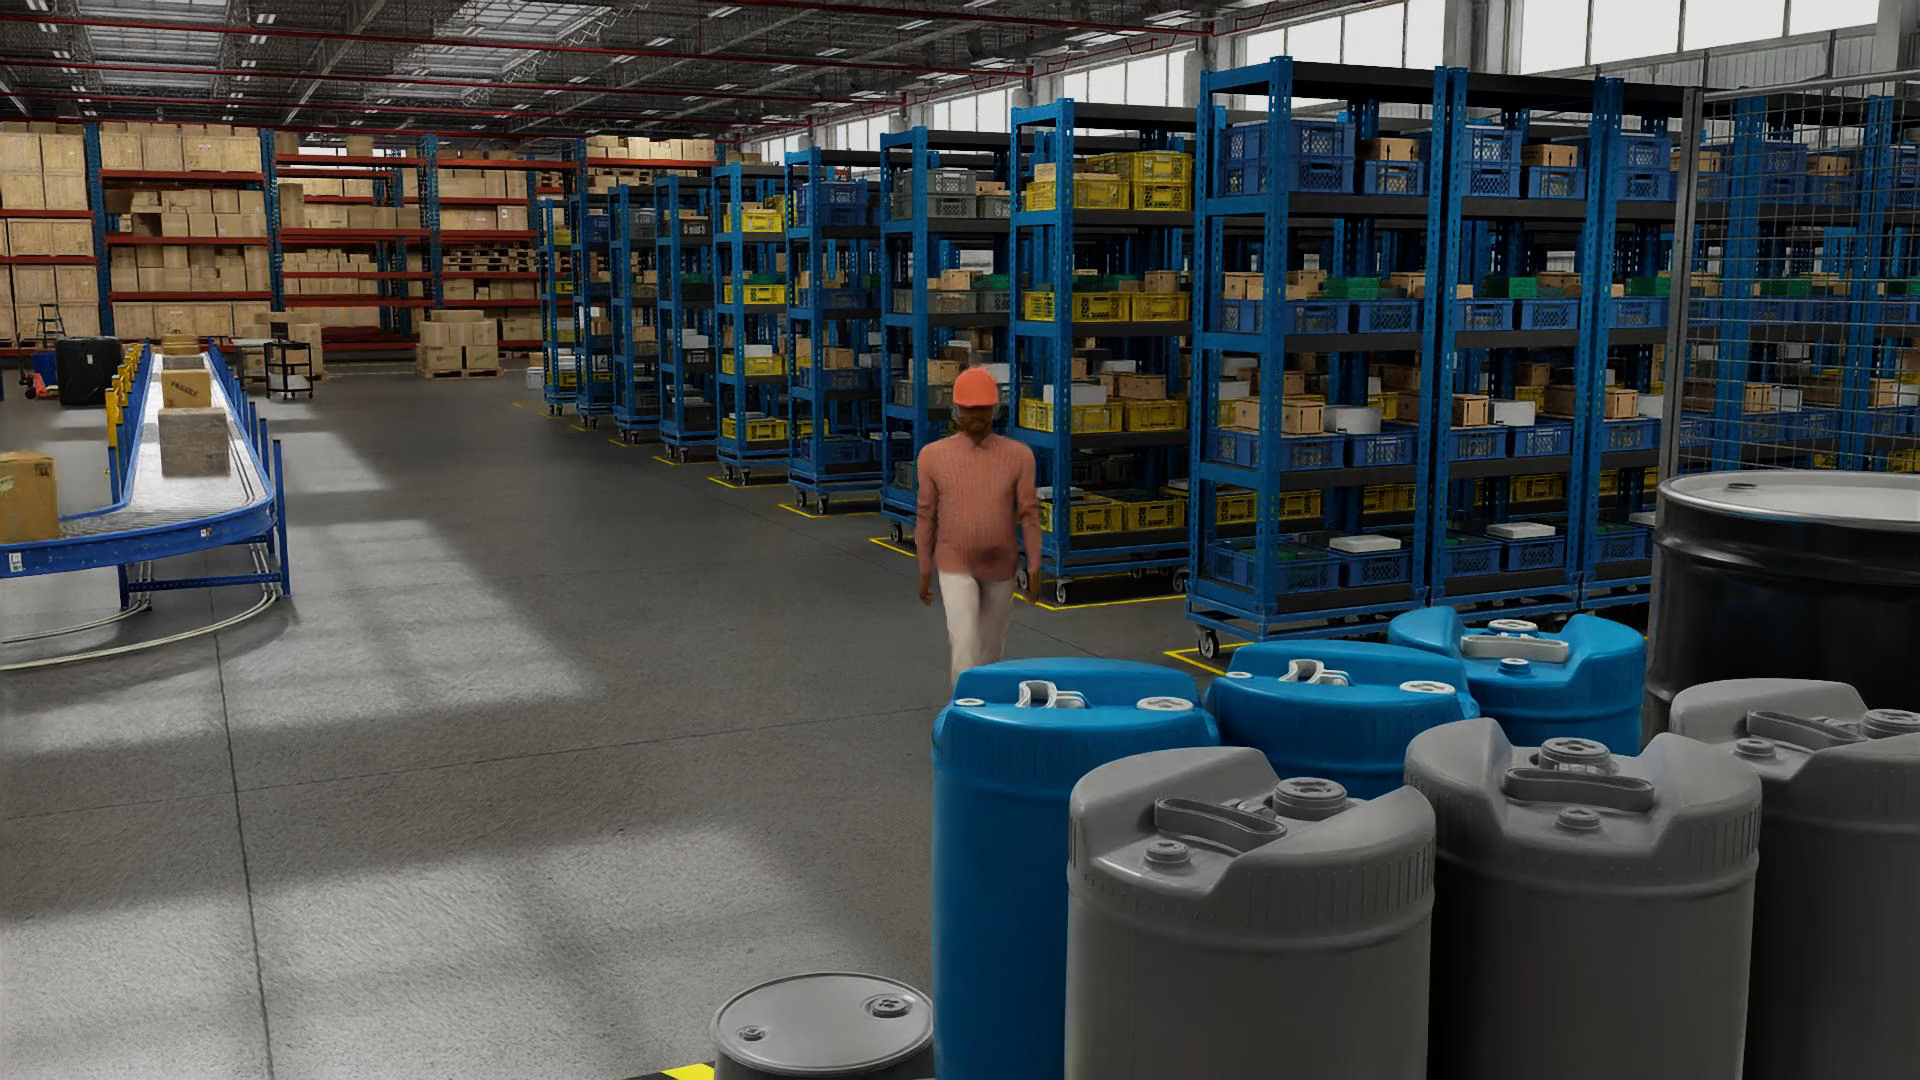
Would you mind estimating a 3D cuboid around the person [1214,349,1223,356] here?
[{"bbox_3d":[3.456,-2.235,23.235,0.587,1.821,0.404,6,11,32],"label":"person"}]

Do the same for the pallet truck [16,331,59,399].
[{"bbox_3d":[-17.082,-3.353,31.781,1.630,1.274,0.653,-4,10,-25],"label":"pallet truck"}]

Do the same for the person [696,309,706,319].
[{"bbox_3d":[-7.340,-6.063,47.298,0.893,1.720,0.535,-5,10,-27],"label":"person"}]

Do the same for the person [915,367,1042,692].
[{"bbox_3d":[0.090,0.101,8.333,0.622,1.956,0.981,-1,9,-6],"label":"person"}]

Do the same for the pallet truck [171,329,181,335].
[{"bbox_3d":[-17.275,-3.851,35.096,1.601,1.201,0.680,0,9,1],"label":"pallet truck"}]
